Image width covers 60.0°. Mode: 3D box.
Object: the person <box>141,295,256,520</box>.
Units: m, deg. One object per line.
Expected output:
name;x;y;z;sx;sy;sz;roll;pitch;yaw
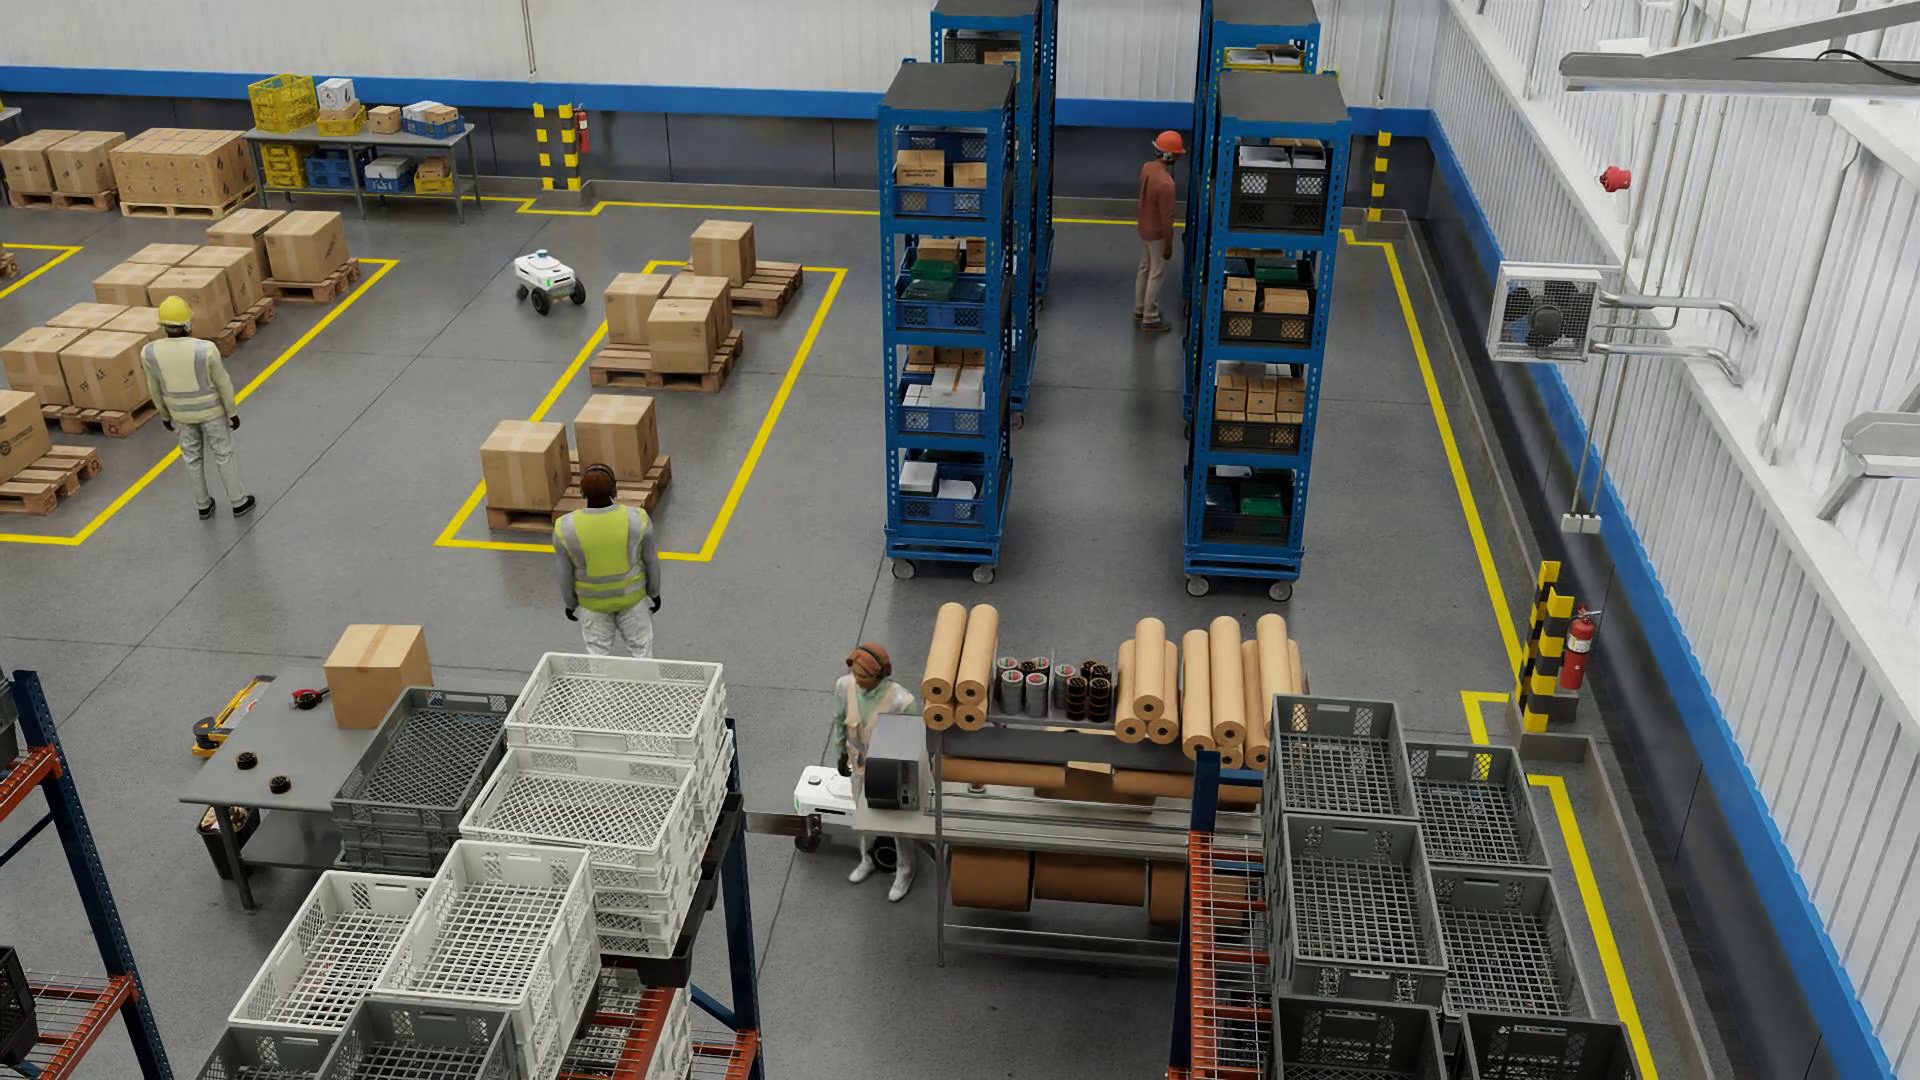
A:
person;-5.880;-1.012;12.842;0.600;1.831;0.404;-2;30;-4

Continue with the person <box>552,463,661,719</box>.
person;-2.196;0.348;10.498;0.633;1.843;0.429;-7;31;-12

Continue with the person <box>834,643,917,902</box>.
person;-0.450;1.249;9.160;0.526;1.630;0.317;16;34;25

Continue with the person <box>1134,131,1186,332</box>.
person;1.925;-2.978;16.082;0.411;1.980;0.623;-9;31;-15

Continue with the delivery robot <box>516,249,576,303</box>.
delivery robot;-4.226;-2.717;16.943;0.477;0.478;0.707;-24;38;-35
